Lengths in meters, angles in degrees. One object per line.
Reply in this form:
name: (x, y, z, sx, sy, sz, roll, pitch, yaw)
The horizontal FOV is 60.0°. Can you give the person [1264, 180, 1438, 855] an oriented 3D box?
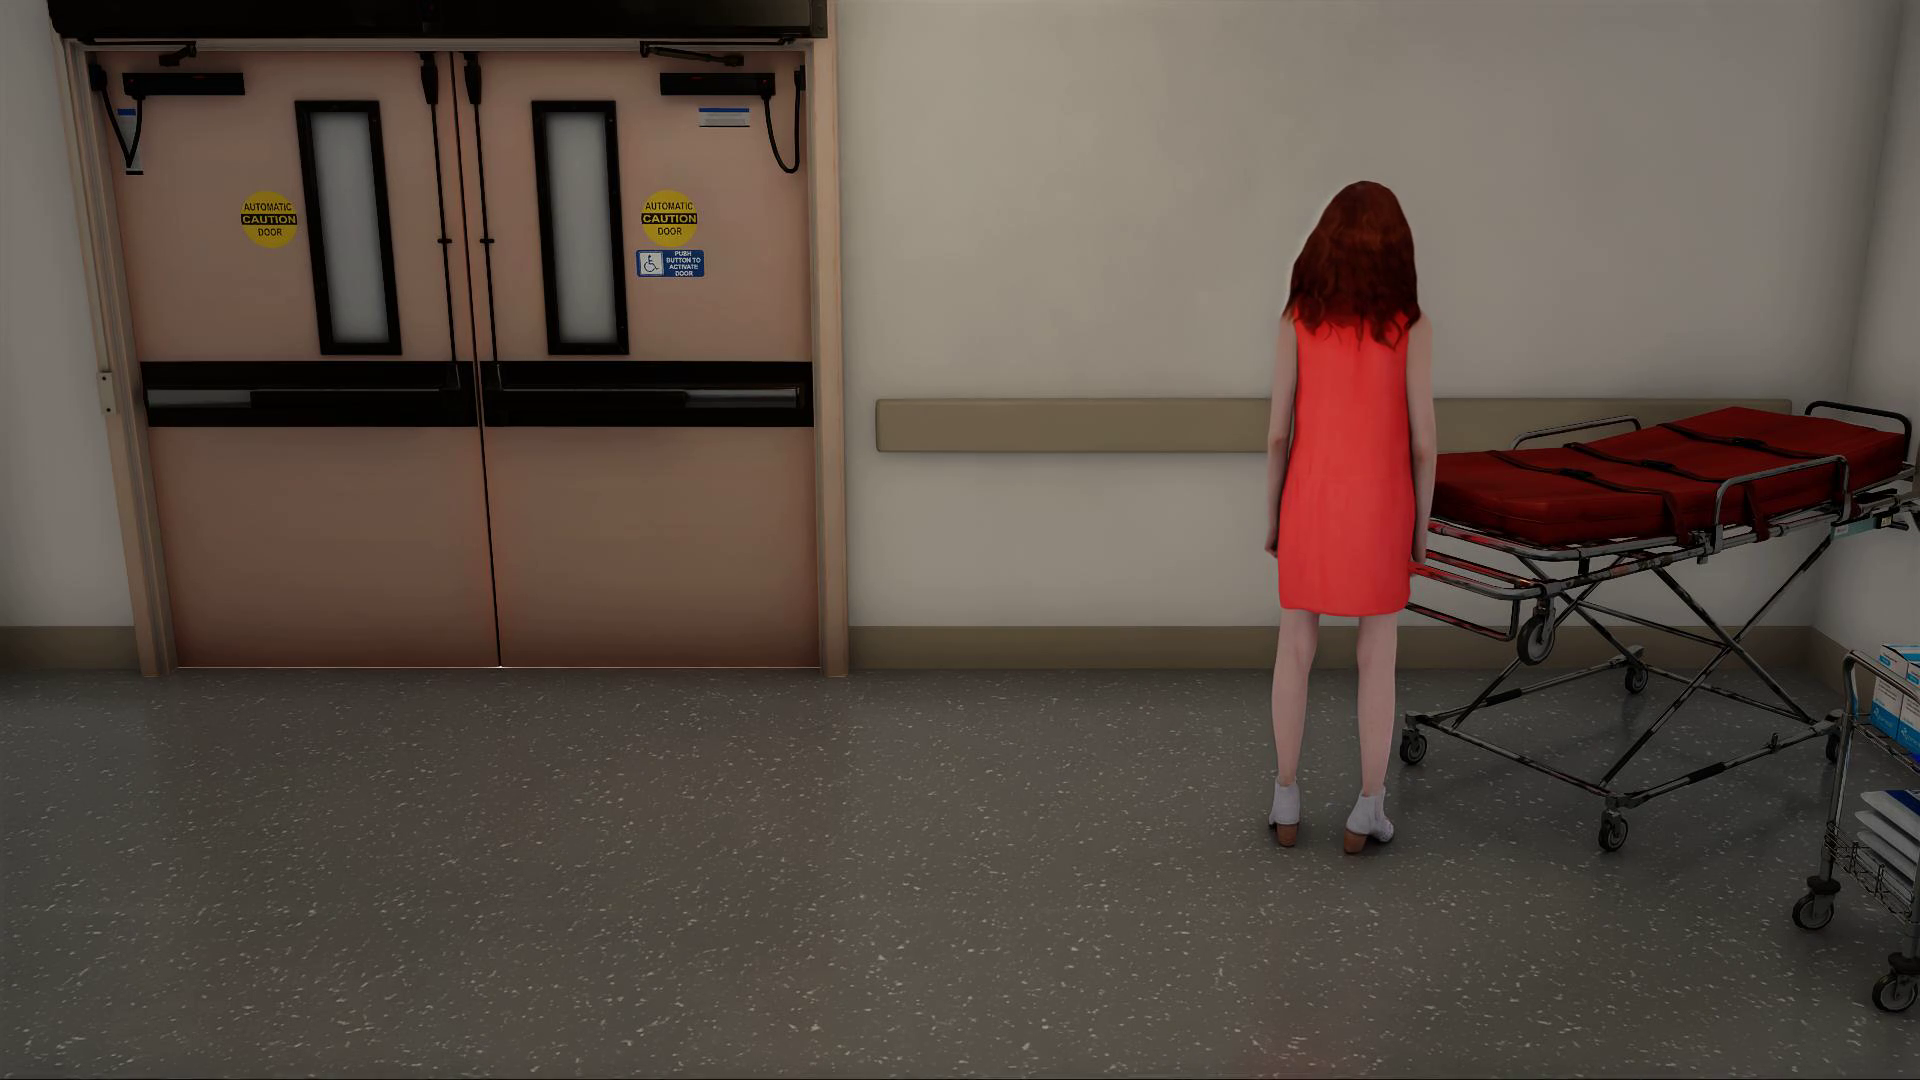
person: (1.033, -0.035, 4.470, 0.653, 1.828, 0.624, 6, 17, 20)
